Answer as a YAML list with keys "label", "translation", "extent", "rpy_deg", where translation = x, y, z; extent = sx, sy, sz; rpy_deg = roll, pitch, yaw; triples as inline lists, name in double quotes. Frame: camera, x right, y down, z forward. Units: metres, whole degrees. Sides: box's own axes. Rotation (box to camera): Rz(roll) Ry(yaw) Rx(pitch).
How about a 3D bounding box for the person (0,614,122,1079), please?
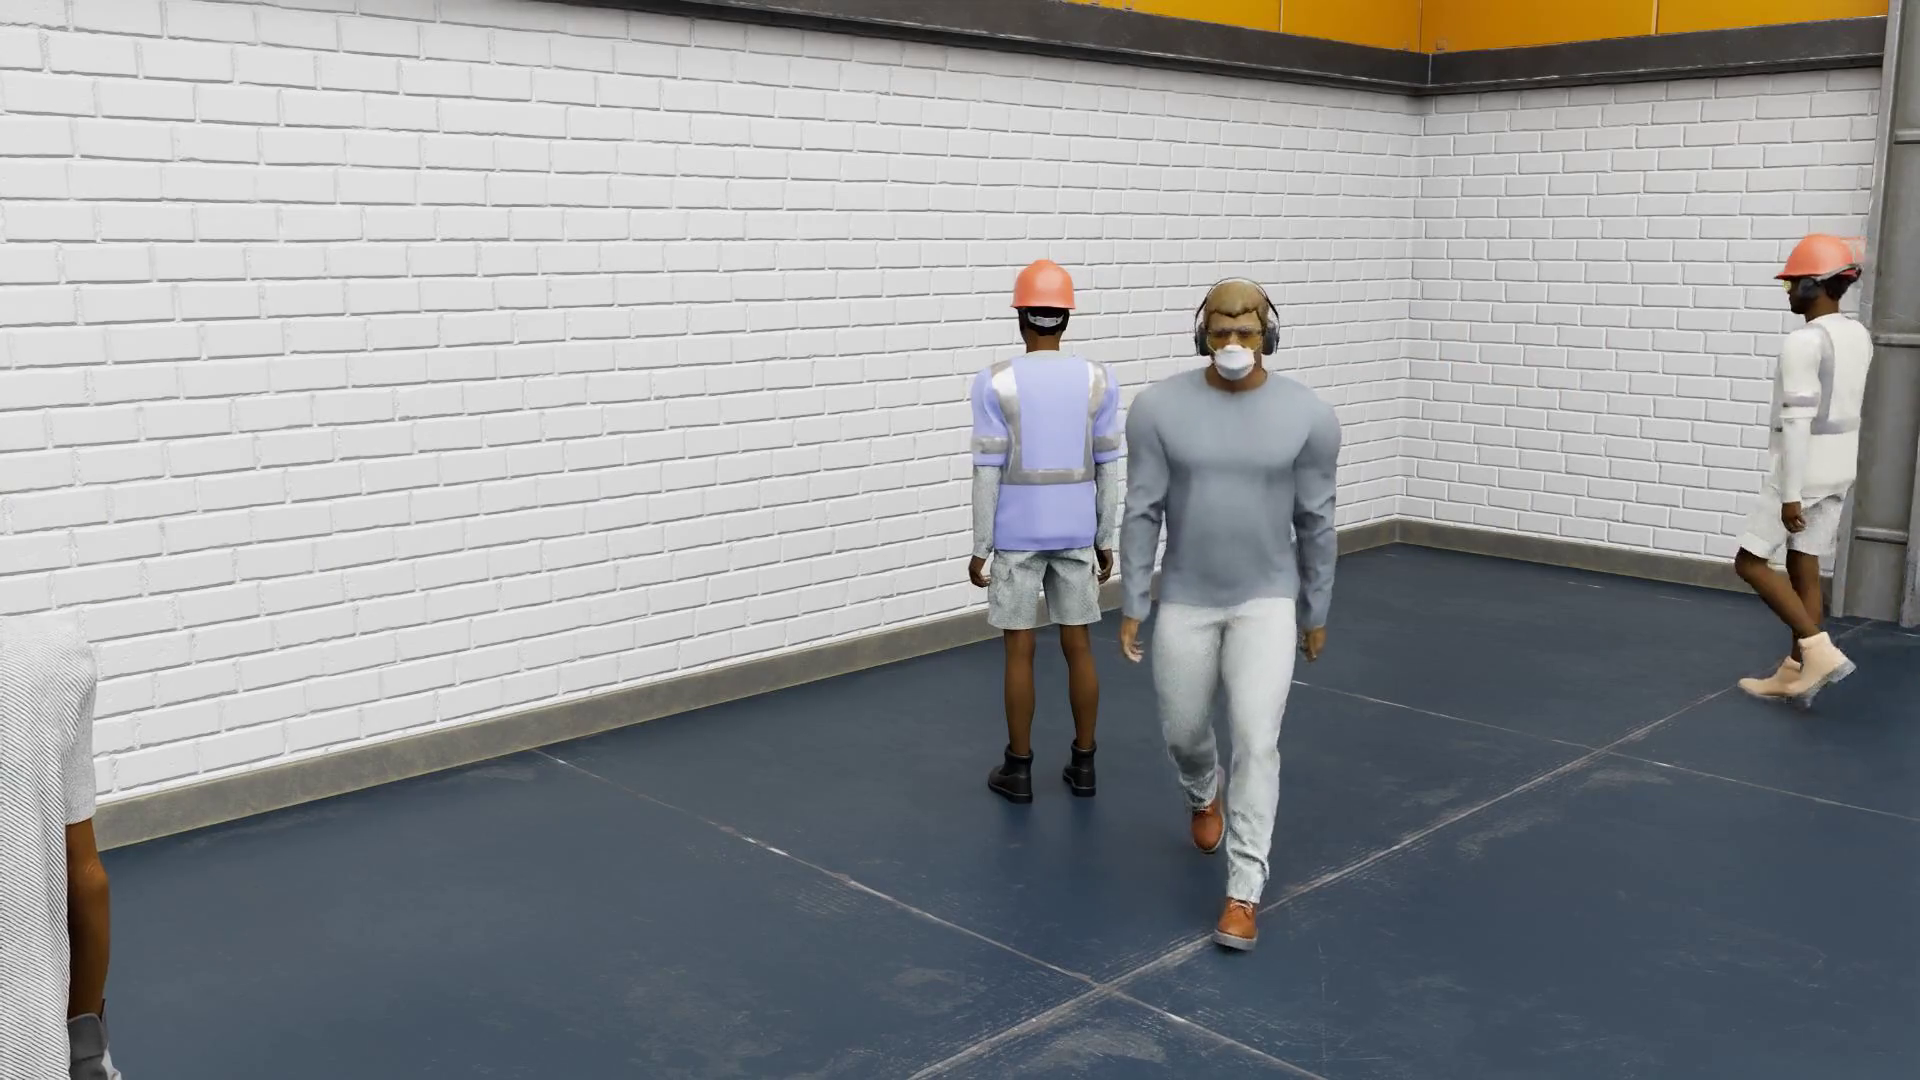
- label: "person"
  translation: [-1.281, 0.721, 2.078]
  extent: [0.328, 1.872, 0.512]
  rpy_deg: [4, 11, 21]

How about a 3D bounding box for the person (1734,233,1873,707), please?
- label: "person"
  translation: [3.597, -0.273, 7.062]
  extent: [0.616, 2.025, 0.472]
  rpy_deg: [-7, 12, -33]

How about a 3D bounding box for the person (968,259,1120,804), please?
- label: "person"
  translation: [0.290, -0.026, 5.966]
  extent: [0.551, 1.935, 0.375]
  rpy_deg: [-3, 11, -14]

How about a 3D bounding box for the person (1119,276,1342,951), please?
- label: "person"
  translation: [0.806, 0.171, 4.985]
  extent: [0.638, 1.917, 0.838]
  rpy_deg: [2, 11, 13]
